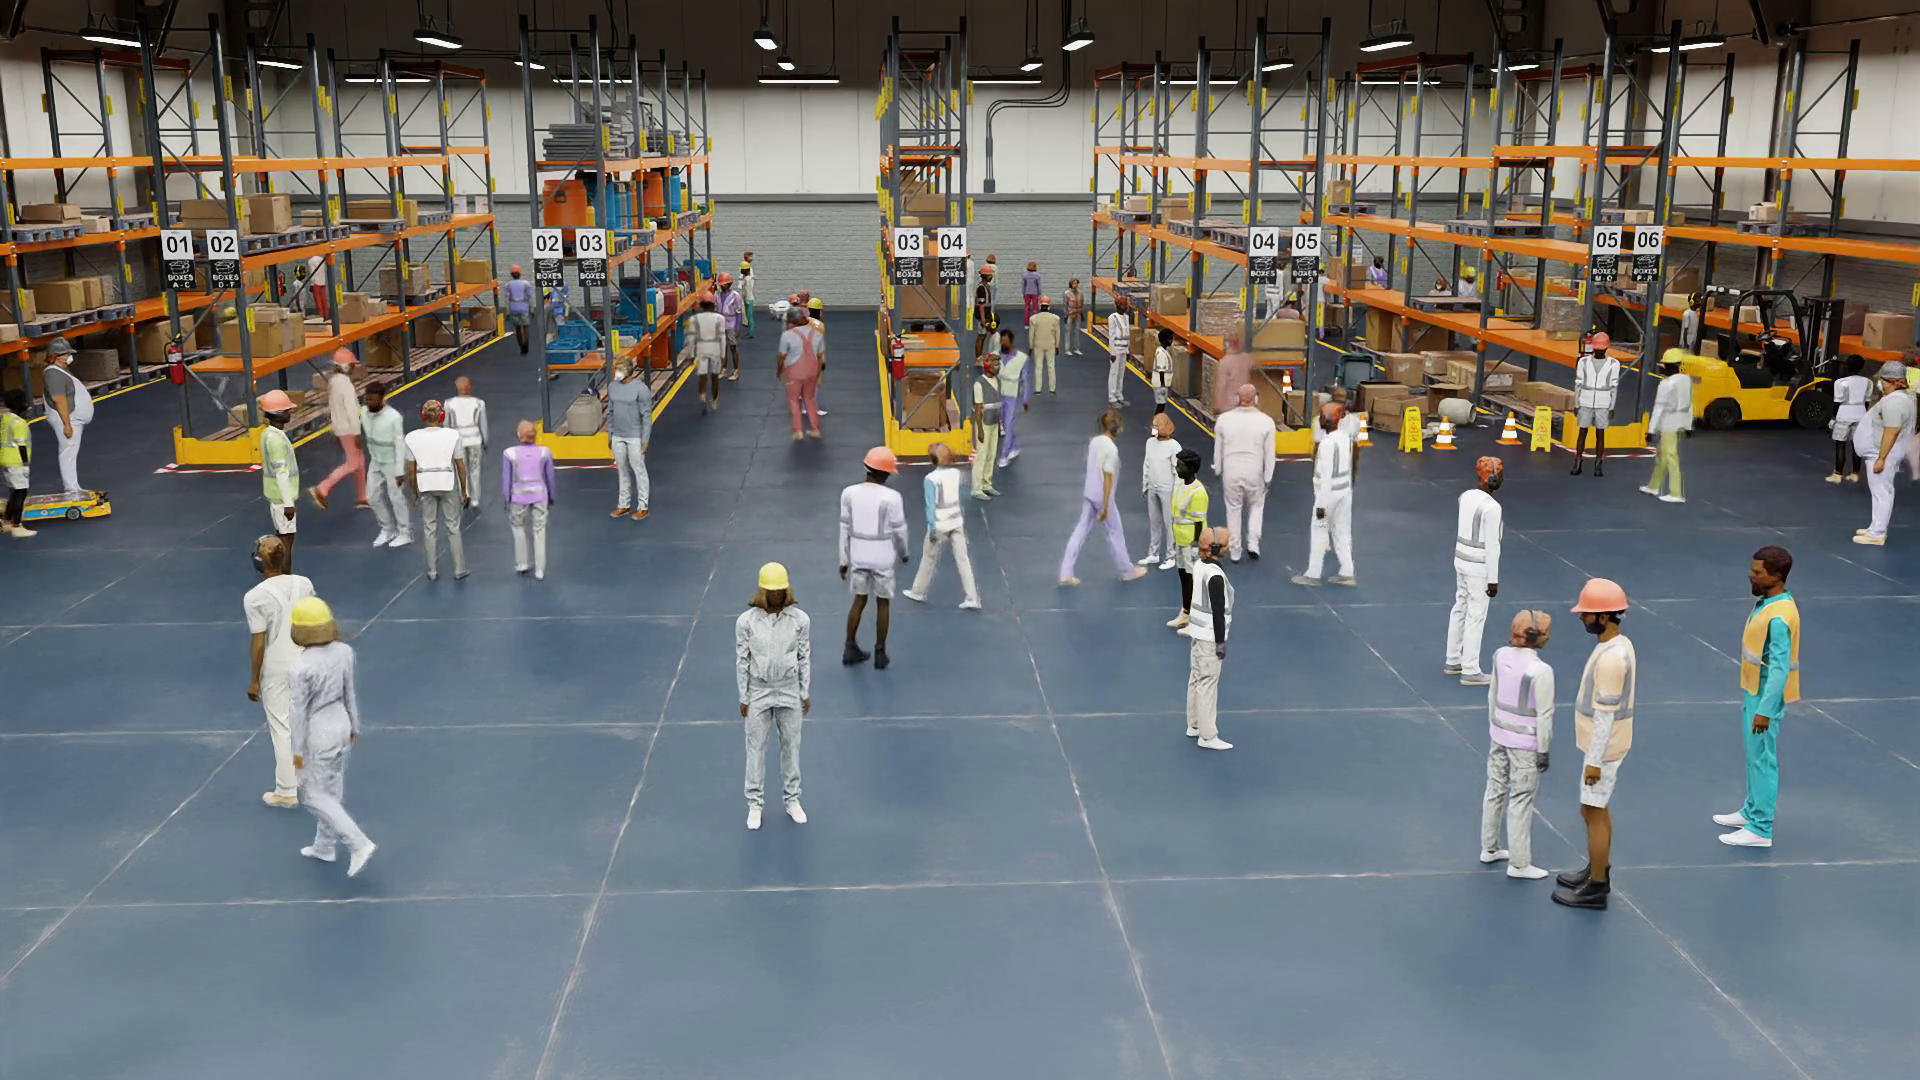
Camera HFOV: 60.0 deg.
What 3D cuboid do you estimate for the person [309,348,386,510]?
[{"bbox_3d":[-7.425,-1.317,19.999,0.825,1.973,0.626,-8,15,-30],"label":"person"}]

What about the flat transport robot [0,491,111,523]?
[{"bbox_3d":[-10.860,-0.380,19.670,1.431,0.197,0.652,-7,15,-28],"label":"flat transport robot"}]

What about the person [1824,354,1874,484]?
[{"bbox_3d":[11.569,-1.567,21.639,0.535,1.697,0.322,-2,13,-7],"label":"person"}]

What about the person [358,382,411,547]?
[{"bbox_3d":[-6.247,-0.819,18.118,0.632,1.861,0.588,6,15,25],"label":"person"}]

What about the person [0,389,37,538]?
[{"bbox_3d":[-10.614,-0.860,18.705,0.548,1.670,0.404,12,18,42],"label":"person"}]

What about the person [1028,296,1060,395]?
[{"bbox_3d":[1.489,-3.446,29.479,0.564,1.752,0.340,-1,13,-3],"label":"person"}]

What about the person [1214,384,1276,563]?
[{"bbox_3d":[3.010,-0.715,17.626,0.649,1.884,0.590,3,14,13],"label":"person"}]

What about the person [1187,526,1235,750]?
[{"bbox_3d":[1.822,0.705,12.139,0.310,1.642,0.514,-2,13,-9],"label":"person"}]

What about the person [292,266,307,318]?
[{"bbox_3d":[-13.991,-4.885,35.348,0.313,1.861,0.530,-3,14,-11],"label":"person"}]

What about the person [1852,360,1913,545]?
[{"bbox_3d":[10.174,-0.975,18.399,0.539,2.000,0.689,9,16,34],"label":"person"}]

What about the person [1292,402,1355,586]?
[{"bbox_3d":[3.682,-0.455,16.574,0.484,1.881,0.586,10,16,36],"label":"person"}]

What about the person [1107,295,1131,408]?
[{"bbox_3d":[2.694,-3.176,28.062,0.355,1.882,0.576,8,16,31],"label":"person"}]

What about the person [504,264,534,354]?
[{"bbox_3d":[-9.323,-4.872,35.187,0.567,1.915,0.553,-3,14,-12],"label":"person"}]

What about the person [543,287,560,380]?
[{"bbox_3d":[-7.791,-3.896,31.381,0.342,1.756,0.518,0,13,-1],"label":"person"}]

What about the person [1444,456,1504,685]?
[{"bbox_3d":[4.226,0.244,13.600,0.354,1.877,0.574,-2,13,-10],"label":"person"}]

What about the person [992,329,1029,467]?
[{"bbox_3d":[0.671,-1.997,23.150,0.595,1.890,0.957,6,15,25],"label":"person"}]

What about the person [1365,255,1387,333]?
[{"bbox_3d":[9.824,-5.781,39.214,0.627,1.838,0.429,-7,15,-28],"label":"person"}]

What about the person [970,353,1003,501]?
[{"bbox_3d":[0.330,-1.416,20.718,0.385,1.834,0.561,7,15,28],"label":"person"}]

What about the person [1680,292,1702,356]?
[{"bbox_3d":[12.693,-3.369,28.907,0.322,1.871,0.531,10,17,36],"label":"person"}]

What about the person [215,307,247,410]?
[{"bbox_3d":[-12.212,-3.040,27.842,0.501,1.715,0.764,2,13,10],"label":"person"}]

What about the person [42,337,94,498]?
[{"bbox_3d":[-11.026,-1.499,20.617,0.539,2.000,0.689,-7,15,-28],"label":"person"}]

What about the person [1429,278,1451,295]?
[{"bbox_3d":[10.121,-4.730,35.175,0.499,1.633,0.279,7,15,26],"label":"person"}]

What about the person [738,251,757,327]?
[{"bbox_3d":[-5.213,-6.114,40.595,0.395,1.841,0.564,-4,14,-15],"label":"person"}]

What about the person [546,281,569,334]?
[{"bbox_3d":[-8.270,-4.627,33.863,0.616,2.041,0.382,1,13,4],"label":"person"}]

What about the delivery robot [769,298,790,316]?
[{"bbox_3d":[-4.486,-5.900,42.244,0.707,0.478,0.477,-9,16,-34],"label":"delivery robot"}]

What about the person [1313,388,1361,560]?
[{"bbox_3d":[4.015,-0.704,17.739,0.510,1.813,0.837,1,13,3],"label":"person"}]

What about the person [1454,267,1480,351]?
[{"bbox_3d":[10.968,-4.999,36.004,0.608,1.778,0.945,-1,13,-4],"label":"person"}]

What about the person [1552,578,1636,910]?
[{"bbox_3d":[3.665,1.165,9.589,0.384,1.926,0.550,5,14,22],"label":"person"}]

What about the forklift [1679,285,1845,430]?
[{"bbox_3d":[12.503,-2.886,26.166,2.313,2.155,1.214,-1,13,-3],"label":"forklift"}]

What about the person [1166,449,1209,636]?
[{"bbox_3d":[2.058,0.015,14.959,0.319,1.693,0.535,-3,14,-14],"label":"person"}]

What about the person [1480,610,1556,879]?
[{"bbox_3d":[3.351,1.215,9.986,0.315,1.636,0.514,-5,14,-20],"label":"person"}]

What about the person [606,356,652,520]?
[{"bbox_3d":[-3.907,-1.205,19.589,0.636,1.939,0.365,7,15,28],"label":"person"}]
